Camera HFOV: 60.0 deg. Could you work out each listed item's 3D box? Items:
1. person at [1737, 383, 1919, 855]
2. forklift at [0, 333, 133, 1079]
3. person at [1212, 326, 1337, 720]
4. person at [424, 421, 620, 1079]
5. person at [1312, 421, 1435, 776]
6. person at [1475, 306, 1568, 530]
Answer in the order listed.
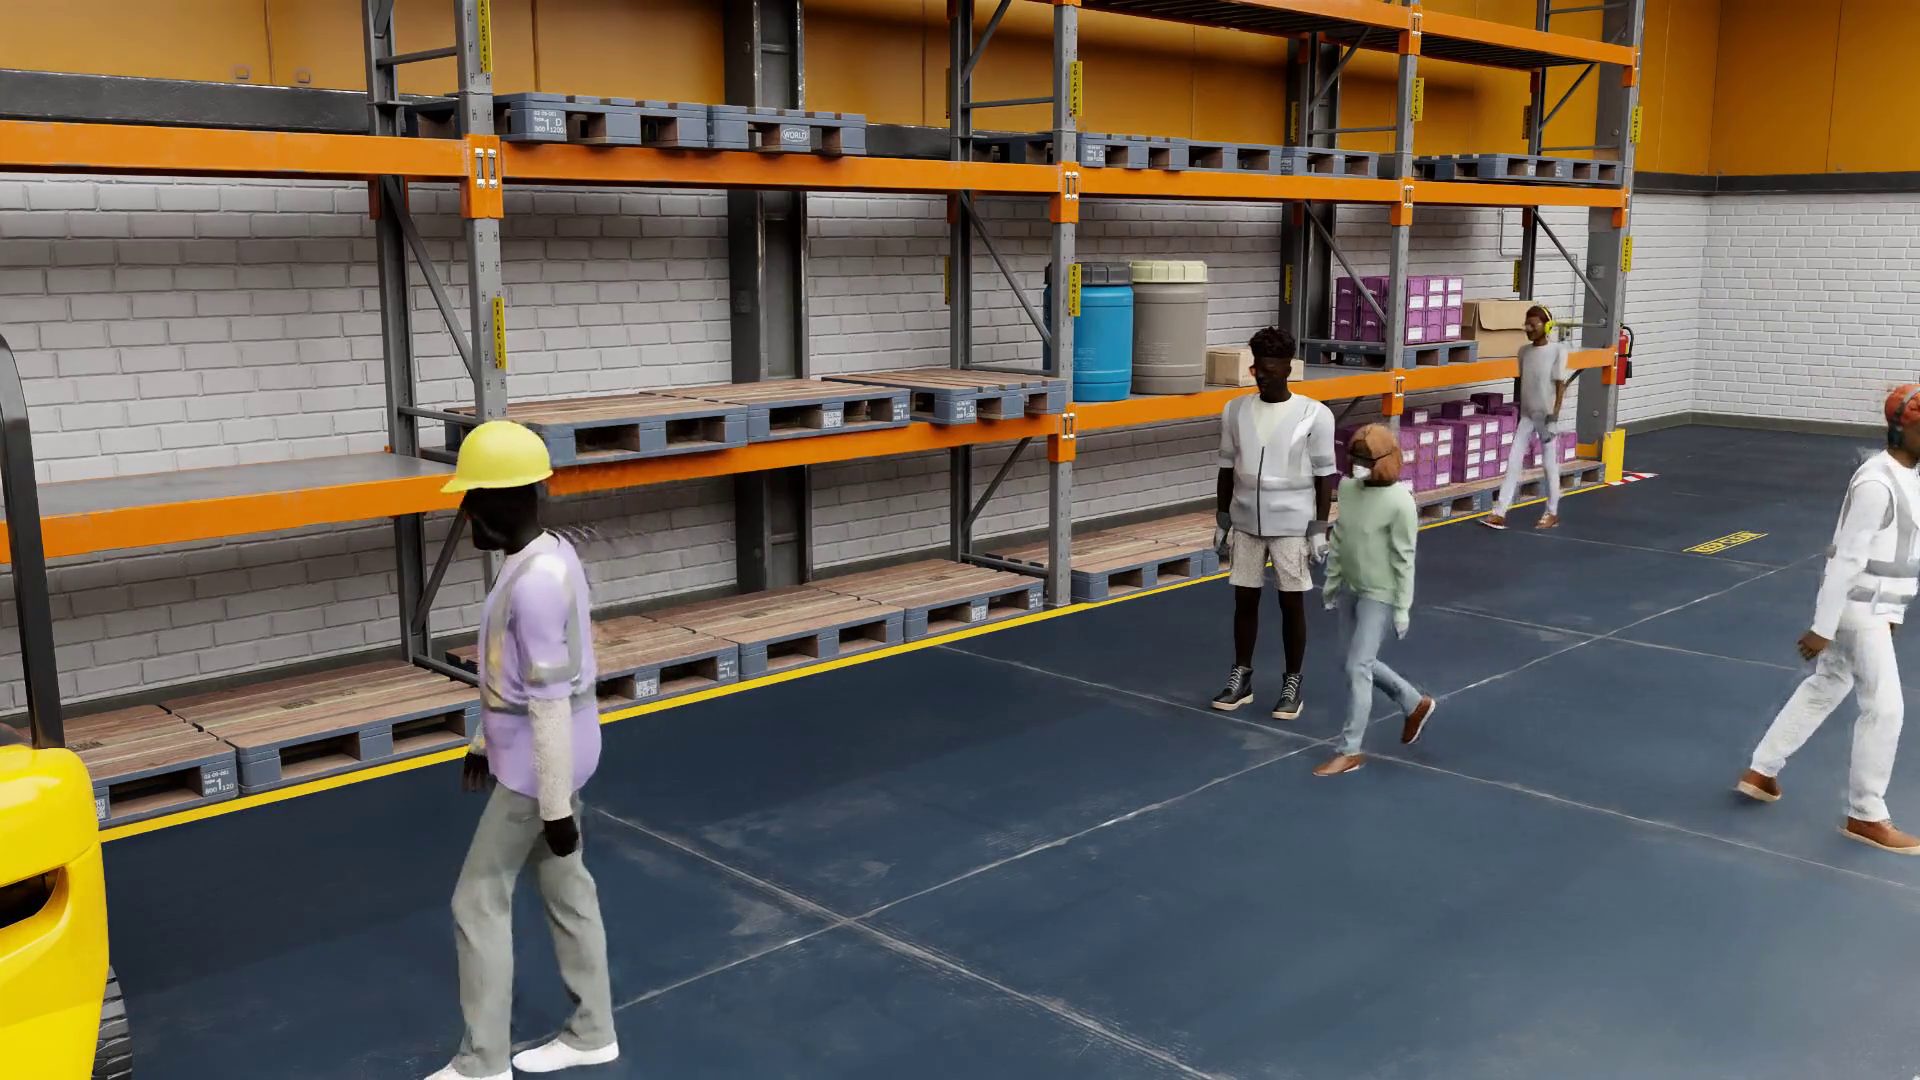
[{"bbox_3d":[3.520,0.282,6.661,0.734,1.857,0.625,7,13,34],"label":"person"},{"bbox_3d":[-3.289,0.485,4.582,1.214,2.155,2.313,-10,14,-44],"label":"forklift"},{"bbox_3d":[1.551,-0.084,8.308,0.614,1.962,0.365,7,12,32],"label":"person"},{"bbox_3d":[-1.310,0.621,4.633,0.705,1.906,0.600,-2,11,-9],"label":"person"},{"bbox_3d":[1.894,0.254,7.431,0.616,1.608,0.551,-4,11,-20],"label":"person"},{"bbox_3d":[4.631,-0.962,13.466,0.924,1.828,0.544,-8,13,-36],"label":"person"}]
